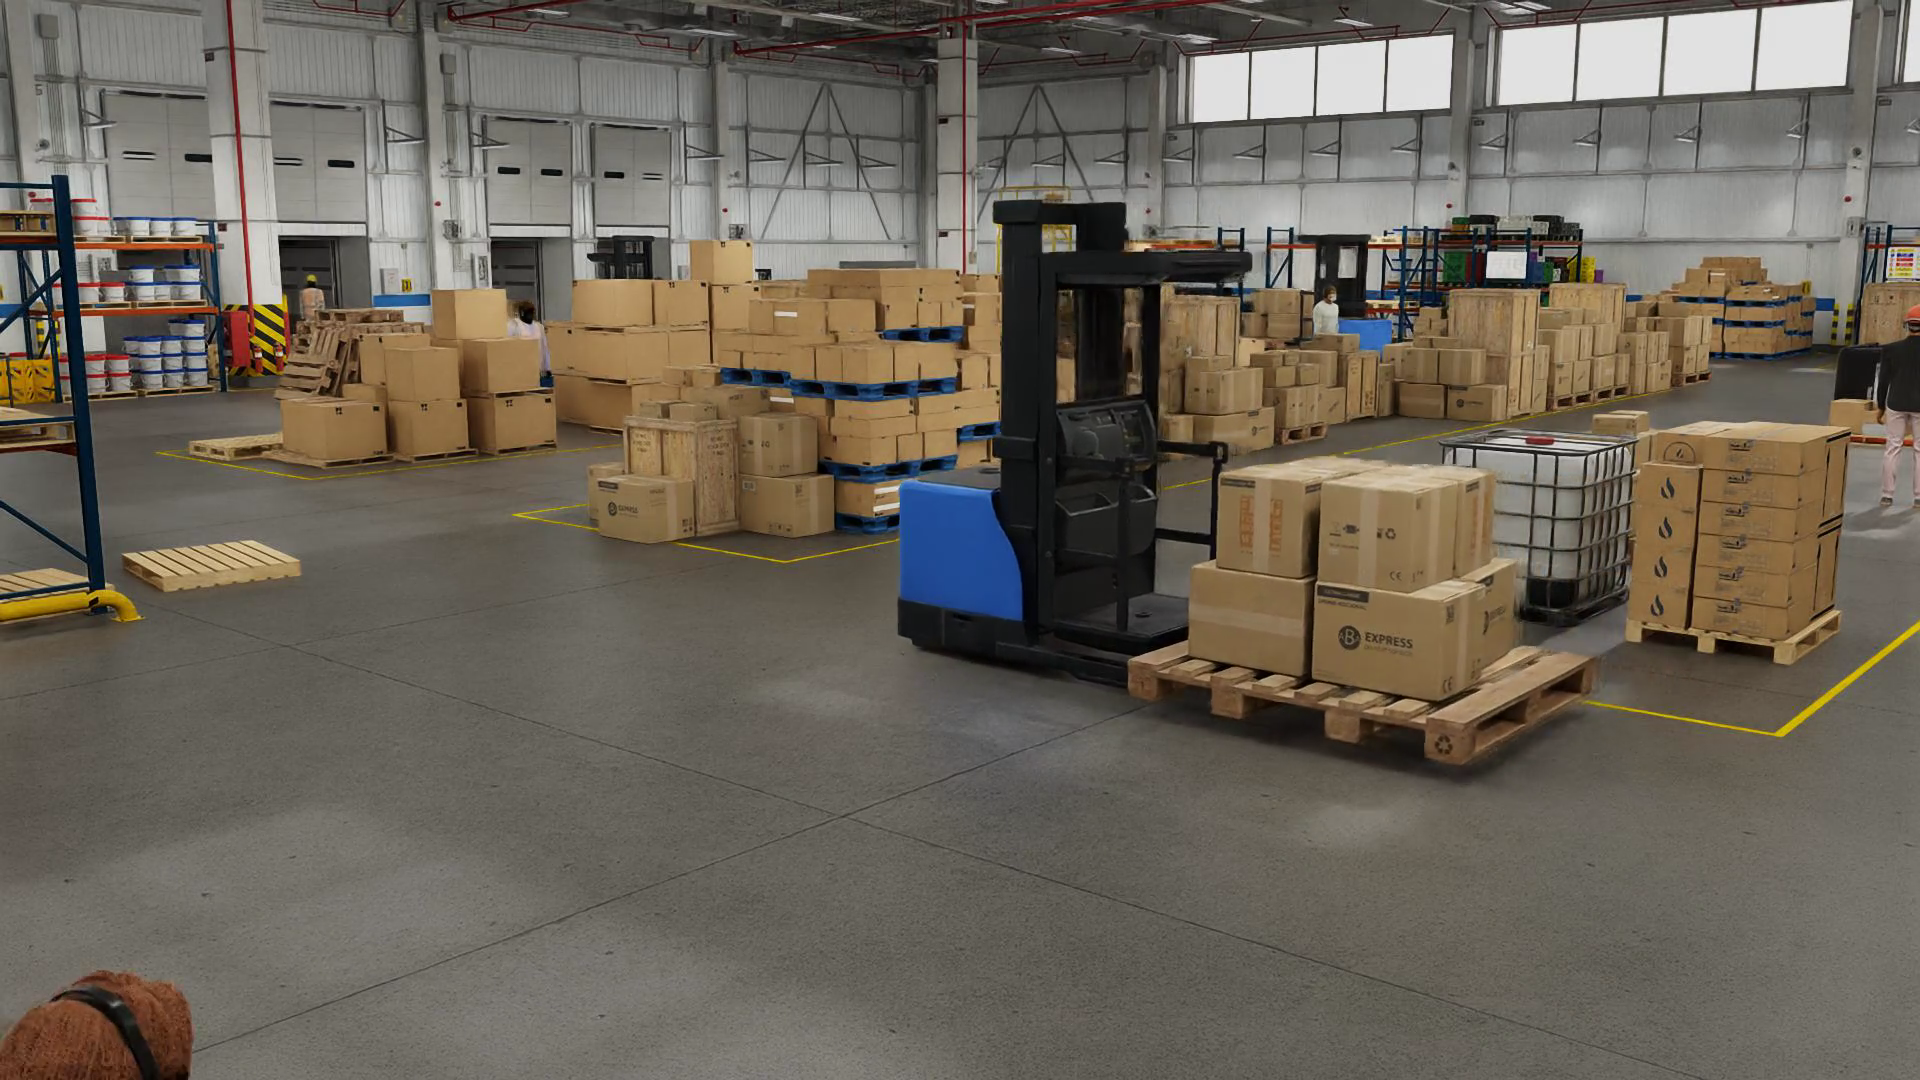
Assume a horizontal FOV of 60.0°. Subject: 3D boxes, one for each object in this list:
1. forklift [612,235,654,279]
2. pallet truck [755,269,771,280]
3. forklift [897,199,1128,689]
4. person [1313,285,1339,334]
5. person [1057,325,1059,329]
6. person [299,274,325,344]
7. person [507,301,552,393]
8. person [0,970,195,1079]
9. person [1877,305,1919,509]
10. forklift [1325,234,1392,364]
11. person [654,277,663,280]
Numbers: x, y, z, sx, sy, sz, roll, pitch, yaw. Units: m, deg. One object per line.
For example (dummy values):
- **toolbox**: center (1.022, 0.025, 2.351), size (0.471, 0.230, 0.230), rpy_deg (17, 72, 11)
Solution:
- **forklift**: center (-7.300, -5.450, 37.421), size (1.873, 2.768, 1.129), rpy_deg (8, 13, 40)
- **pallet truck**: center (-4.996, -6.432, 45.525), size (1.885, 1.965, 0.823), rpy_deg (-6, 12, -32)
- **forklift**: center (0.605, -0.678, 10.254), size (1.873, 2.768, 1.129), rpy_deg (8, 13, 40)
- **person**: center (6.207, -3.359, 28.242), size (0.624, 1.930, 0.375), rpy_deg (-10, 14, -44)
- **person**: center (2.475, -6.439, 46.566), size (0.855, 1.645, 0.541), rpy_deg (-1, 10, -3)
- **person**: center (-15.336, -5.331, 39.464), size (0.594, 1.922, 0.385), rpy_deg (0, 10, 1)
- **person**: center (-5.813, -2.337, 22.706), size (0.755, 1.819, 0.654), rpy_deg (8, 13, 37)
- **person**: center (-1.100, 1.359, 2.236), size (0.541, 1.617, 0.567), rpy_deg (3, 10, 14)
- **person**: center (9.341, -1.304, 16.332), size (0.610, 1.996, 0.378), rpy_deg (7, 12, 36)
- **forklift**: center (8.041, -4.957, 34.614), size (1.129, 2.768, 1.873), rpy_deg (-5, 11, -25)
- **person**: center (-6.509, -4.724, 36.011), size (0.639, 1.926, 0.367), rpy_deg (-4, 11, -21)
